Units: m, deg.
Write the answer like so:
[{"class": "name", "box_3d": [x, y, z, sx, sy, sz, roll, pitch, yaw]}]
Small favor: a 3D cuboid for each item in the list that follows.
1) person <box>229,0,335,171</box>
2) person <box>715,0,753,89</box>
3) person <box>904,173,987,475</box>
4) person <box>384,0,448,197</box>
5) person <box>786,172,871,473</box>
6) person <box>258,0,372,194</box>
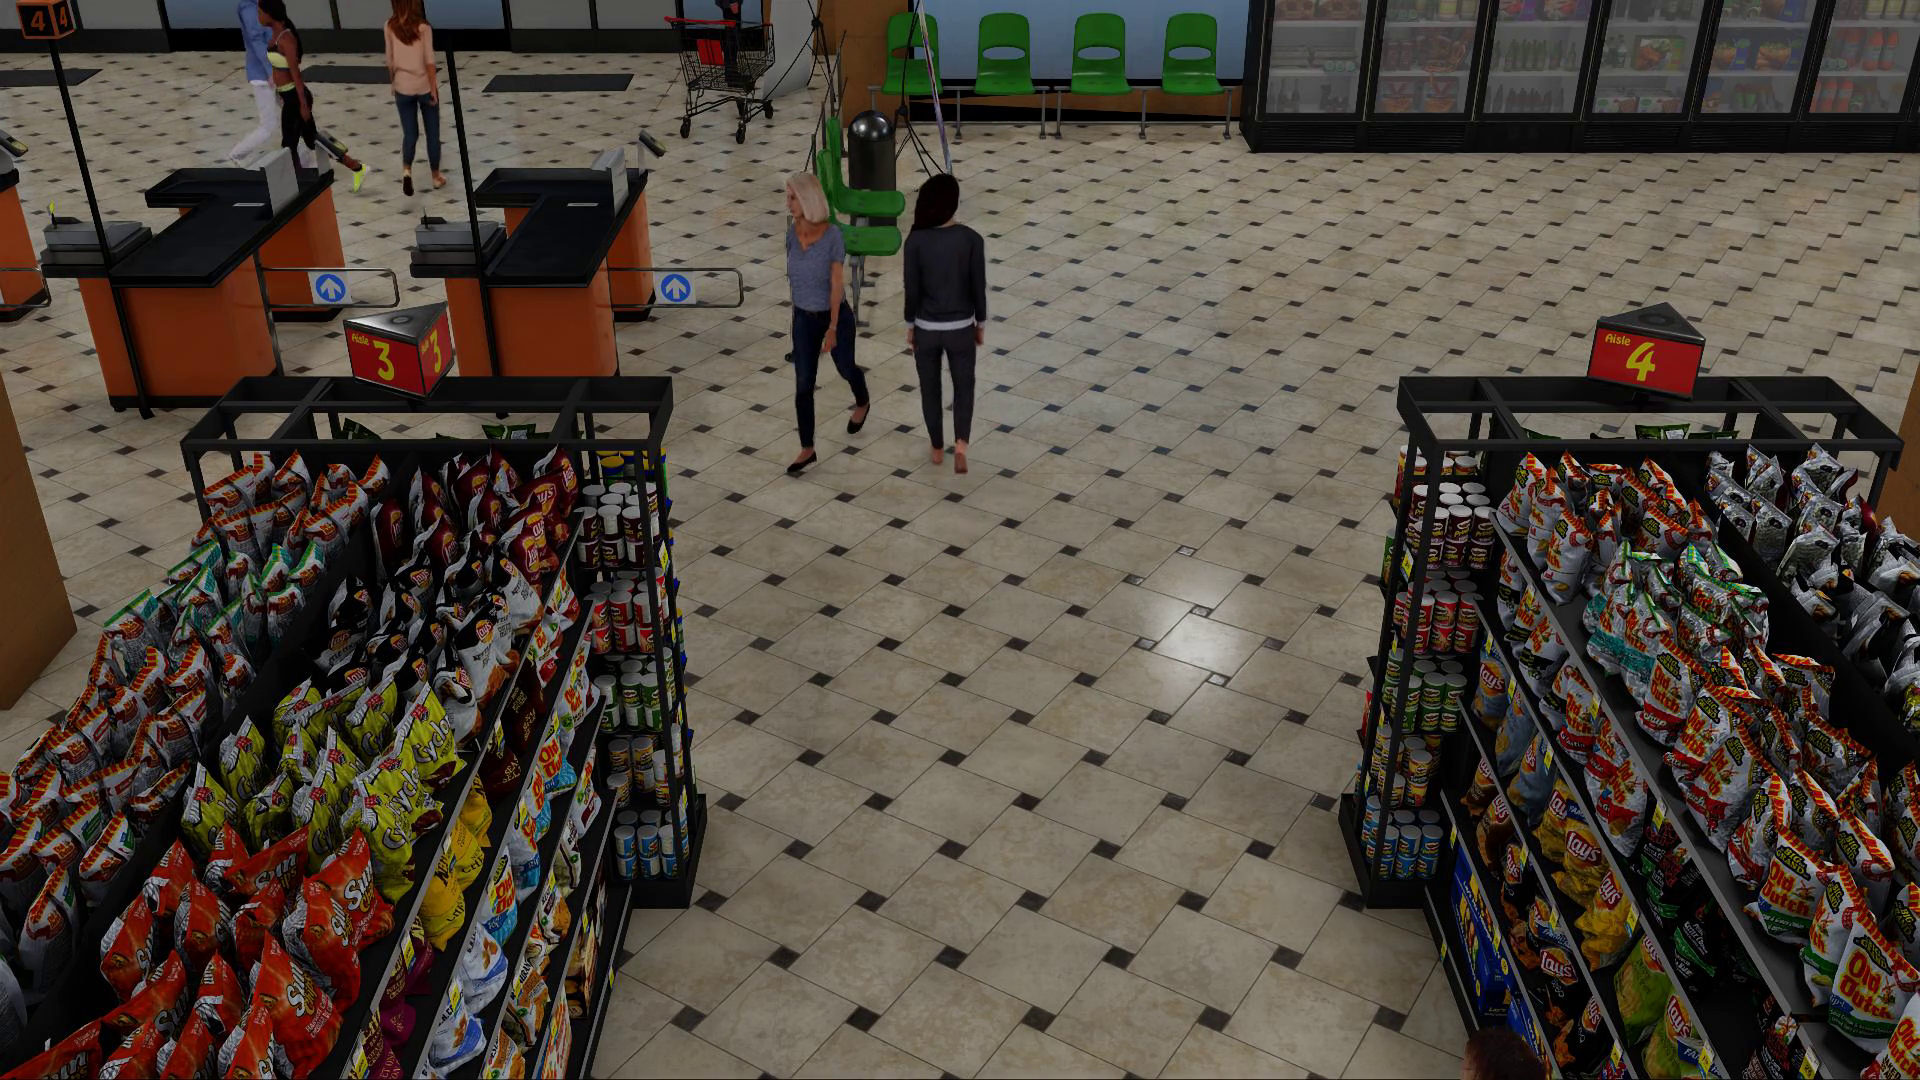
[{"class": "person", "box_3d": [-6.155, -4.074, 14.573, 0.670, 1.856, 0.996, 0, 29, 0]}, {"class": "person", "box_3d": [-2.447, -5.813, 17.773, 0.821, 1.842, 0.606, -5, 29, -9]}, {"class": "person", "box_3d": [-0.087, -1.166, 9.356, 0.633, 1.752, 0.904, -2, 29, -3]}, {"class": "person", "box_3d": [-4.671, -3.806, 14.176, 0.616, 1.766, 0.982, -2, 29, -3]}, {"class": "person", "box_3d": [-0.740, -1.293, 9.660, 0.900, 1.682, 1.181, 13, 31, 22]}, {"class": "person", "box_3d": [-5.467, -3.672, 13.976, 1.001, 1.722, 1.118, -16, 32, -26]}]
